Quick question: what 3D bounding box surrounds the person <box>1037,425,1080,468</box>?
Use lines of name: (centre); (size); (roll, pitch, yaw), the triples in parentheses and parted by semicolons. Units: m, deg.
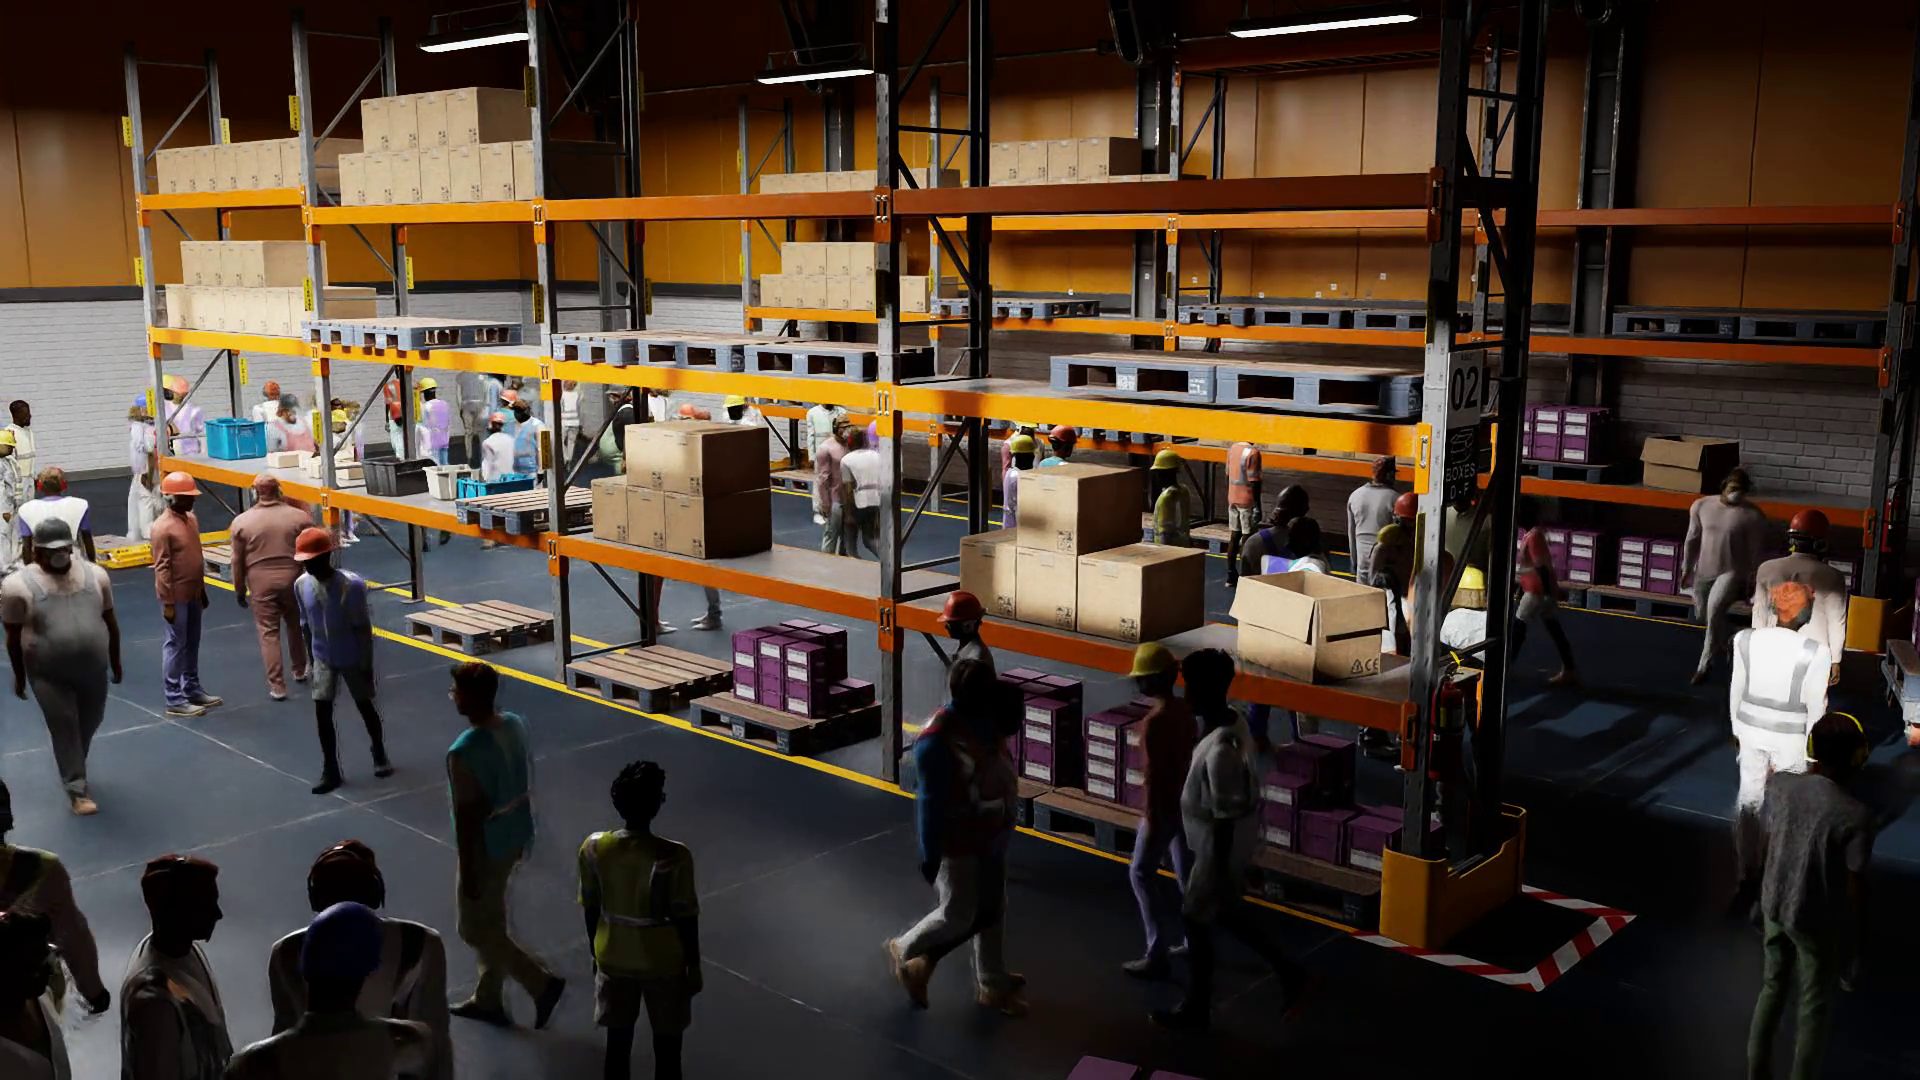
person: (1.002, -0.145, 16.542); (0.403, 2.035, 0.605); (-5, 11, -27)

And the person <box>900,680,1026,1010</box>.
person: (0.034, 1.501, 8.262); (0.594, 1.677, 0.540); (-1, 10, -3)

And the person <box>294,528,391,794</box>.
person: (-4.326, 0.805, 11.655); (0.551, 1.879, 0.749); (1, 10, 7)

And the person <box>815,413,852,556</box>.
person: (-1.314, -0.436, 18.448); (0.373, 1.940, 0.630); (8, 13, 40)

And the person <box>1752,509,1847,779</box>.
person: (5.762, 0.775, 11.437); (0.379, 1.996, 0.610); (-9, 13, -41)

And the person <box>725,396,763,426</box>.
person: (-2.992, -1.219, 22.945); (0.567, 1.916, 0.624); (-6, 12, -31)

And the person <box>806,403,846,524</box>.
person: (-1.812, -1.173, 22.697); (0.590, 1.912, 0.388); (-5, 11, -28)

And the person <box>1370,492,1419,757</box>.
person: (3.300, 0.619, 12.357); (0.616, 1.986, 0.407); (-6, 12, -31)

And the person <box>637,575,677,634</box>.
person: (-3.012, -0.025, 16.219); (0.402, 1.909, 0.599); (-6, 12, -30)

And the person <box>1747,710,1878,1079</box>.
person: (3.578, 1.627, 7.026); (0.352, 1.857, 0.601); (-6, 12, -32)

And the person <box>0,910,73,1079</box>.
person: (-2.870, 1.992, 5.025); (0.397, 1.834, 0.563); (-1, 10, -8)

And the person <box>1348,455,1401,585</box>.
person: (3.803, 0.188, 15.009); (0.409, 1.909, 0.642); (-8, 13, -38)

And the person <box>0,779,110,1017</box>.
person: (-3.669, 1.785, 6.341); (0.628, 1.796, 0.998); (0, 10, 3)

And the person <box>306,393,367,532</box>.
person: (-8.264, -1.026, 21.899); (0.966, 1.889, 0.647); (-7, 12, -36)

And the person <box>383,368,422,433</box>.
person: (-9.033, -1.962, 26.996); (0.603, 1.966, 0.368); (-7, 12, -34)

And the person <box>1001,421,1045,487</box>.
person: (0.773, -0.632, 19.895); (0.588, 1.824, 0.404); (-6, 12, -31)

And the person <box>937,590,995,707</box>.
person: (0.038, 1.161, 9.968); (0.350, 1.744, 0.565); (-1, 10, -8)

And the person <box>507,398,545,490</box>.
person: (-5.586, -0.906, 21.407); (0.627, 1.837, 0.429); (5, 11, 28)

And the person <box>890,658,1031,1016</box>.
person: (-0.011, 1.446, 8.170); (0.659, 1.822, 0.686); (6, 12, 32)

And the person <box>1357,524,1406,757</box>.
person: (3.165, 0.742, 12.371); (0.321, 1.738, 0.487); (1, 10, 3)

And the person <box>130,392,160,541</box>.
person: (-10.194, -0.887, 20.965); (0.393, 1.946, 0.616); (-1, 10, -5)

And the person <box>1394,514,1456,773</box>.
person: (3.364, 0.733, 11.898); (0.398, 1.918, 0.590); (6, 12, 30)

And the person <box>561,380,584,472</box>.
person: (-6.523, -1.929, 27.785); (0.538, 1.615, 0.441); (-5, 11, -27)

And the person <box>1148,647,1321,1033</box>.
person: (1.303, 1.439, 7.845); (0.719, 1.940, 0.641); (2, 10, 13)

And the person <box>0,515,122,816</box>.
person: (-6.075, 0.781, 11.274); (0.914, 2.000, 0.684); (9, 14, 42)

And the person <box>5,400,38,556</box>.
person: (-11.501, -0.759, 20.366); (0.387, 1.912, 0.591); (-1, 10, -7)

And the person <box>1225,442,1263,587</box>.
person: (3.144, -0.421, 18.288); (0.365, 1.962, 0.610); (-3, 11, -18)

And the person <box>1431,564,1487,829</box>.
person: (3.280, 1.015, 10.821); (0.486, 1.736, 0.323); (-1, 10, -8)

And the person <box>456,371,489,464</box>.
person: (-8.423, -2.286, 28.873); (0.603, 1.949, 0.389); (0, 10, 1)

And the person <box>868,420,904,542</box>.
person: (-0.914, -0.919, 21.224); (0.393, 1.925, 0.550); (9, 13, 40)

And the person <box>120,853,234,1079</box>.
person: (-2.487, 1.909, 5.368); (0.371, 1.878, 0.588); (-3, 11, -18)

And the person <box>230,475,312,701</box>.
person: (-5.804, 0.373, 14.089); (0.666, 1.860, 0.927); (-5, 11, -26)

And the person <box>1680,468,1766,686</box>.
person: (6.664, 0.287, 14.493); (0.633, 1.895, 0.845); (10, 14, 44)
